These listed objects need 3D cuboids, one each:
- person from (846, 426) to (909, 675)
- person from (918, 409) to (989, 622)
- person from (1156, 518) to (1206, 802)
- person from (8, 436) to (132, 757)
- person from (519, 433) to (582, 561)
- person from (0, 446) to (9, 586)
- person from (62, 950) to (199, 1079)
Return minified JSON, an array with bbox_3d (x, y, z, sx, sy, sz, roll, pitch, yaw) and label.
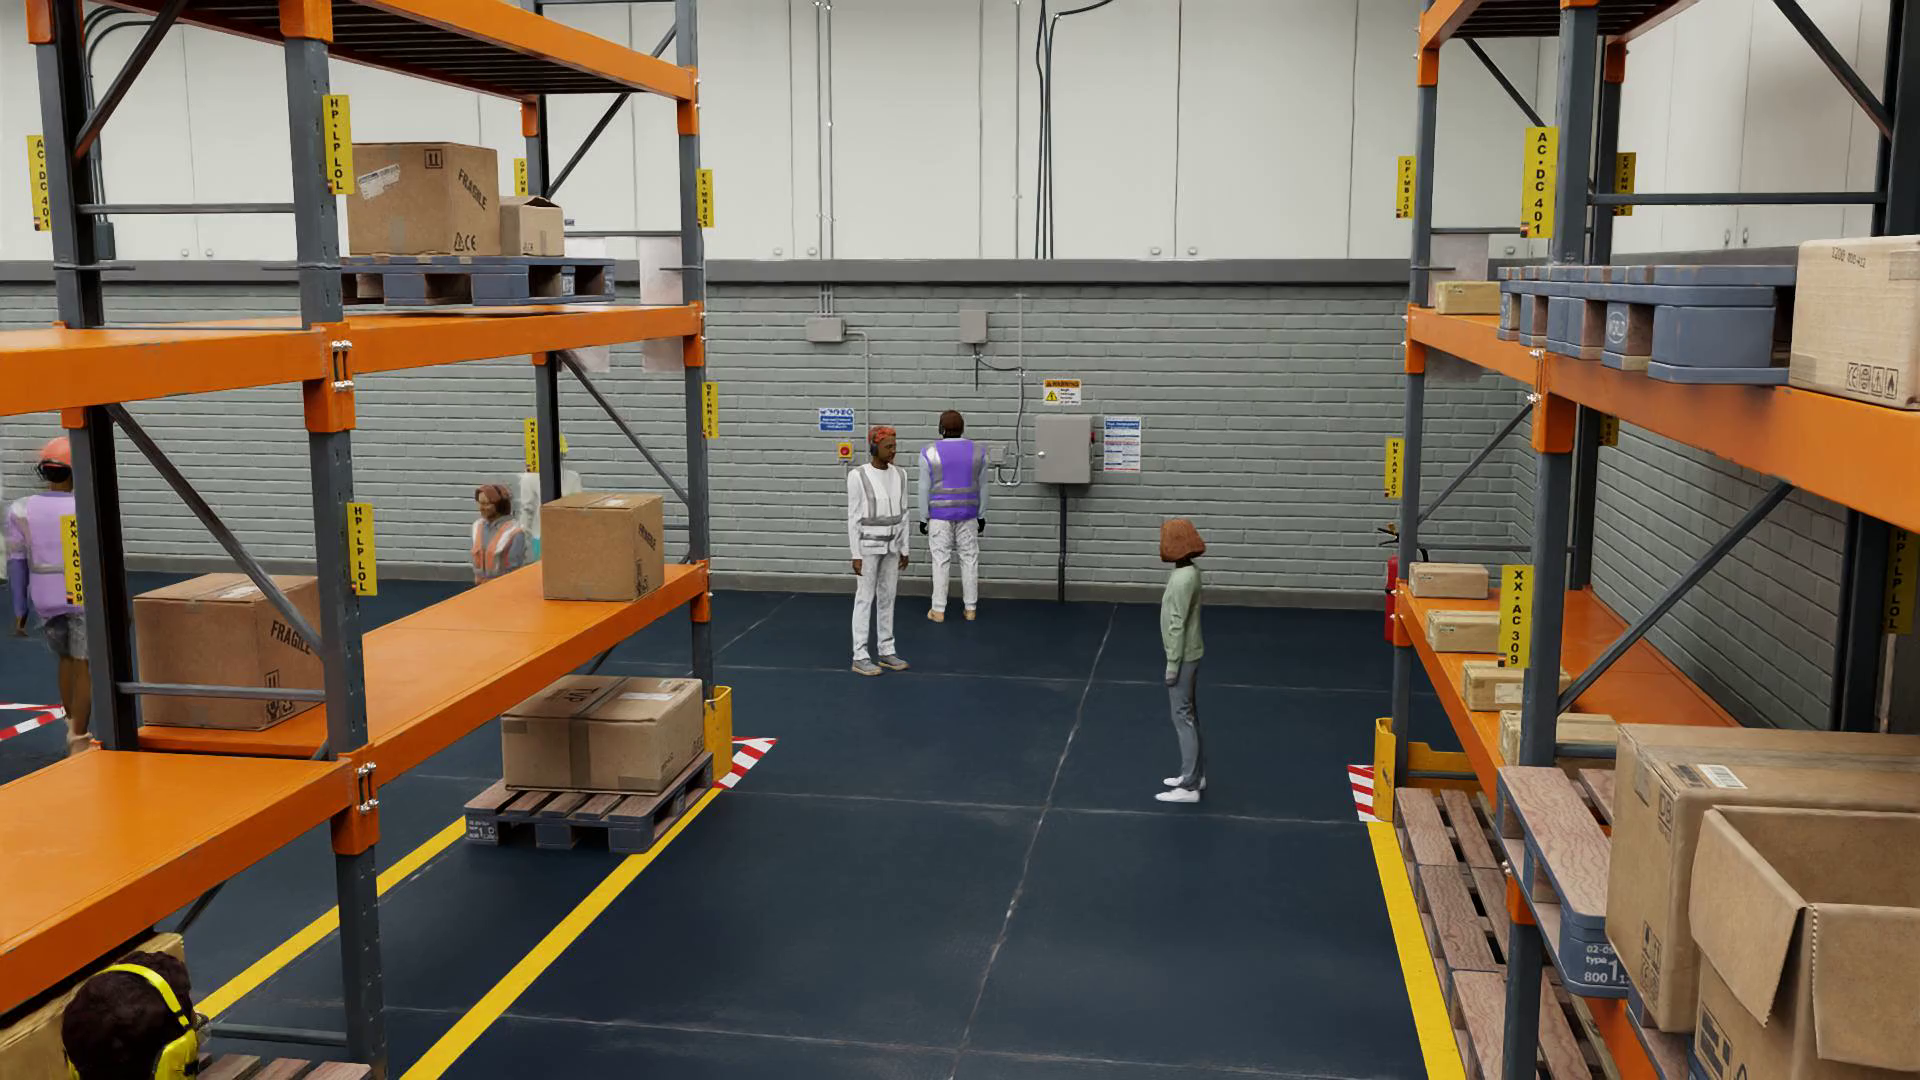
[{"bbox_3d":[-0.606,0.076,12.556,0.579,1.879,0.359,-9,13,-44],"label":"person"},{"bbox_3d":[-0.067,-0.209,14.396,0.626,1.846,0.429,-2,9,-14],"label":"person"},{"bbox_3d":[1.280,0.685,9.565,0.289,1.623,0.500,2,9,12],"label":"person"},{"bbox_3d":[-5.461,0.364,10.308,0.630,2.017,0.698,-1,9,-3],"label":"person"},{"bbox_3d":[-3.231,-0.006,13.408,0.553,1.743,0.621,-9,13,-44],"label":"person"},{"bbox_3d":[-9.425,-0.405,15.930,0.574,1.738,0.352,3,10,18],"label":"person"},{"bbox_3d":[-1.408,1.628,3.031,0.565,1.850,0.603,1,9,9],"label":"person"}]
